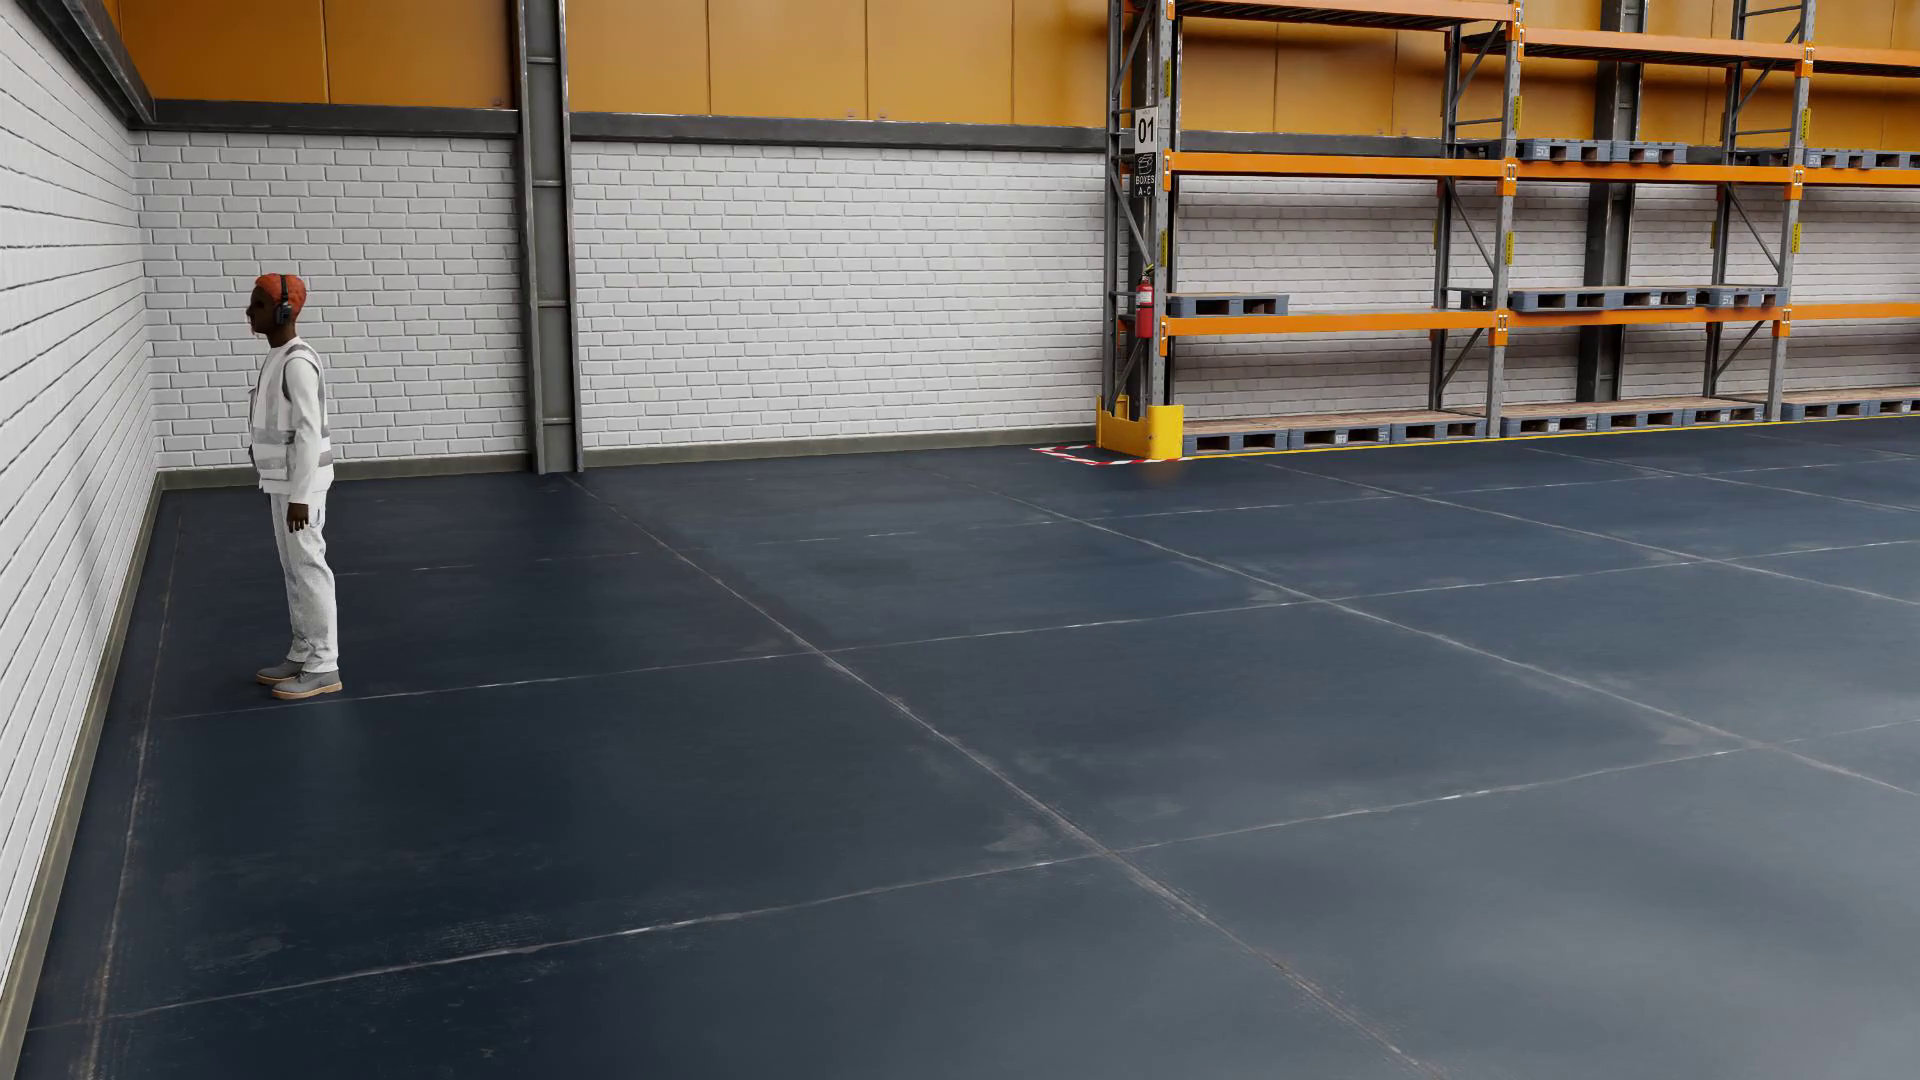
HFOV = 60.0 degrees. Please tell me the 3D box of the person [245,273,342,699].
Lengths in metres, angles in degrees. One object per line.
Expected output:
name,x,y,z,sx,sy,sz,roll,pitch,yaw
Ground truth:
person,-2.991,-0.240,7.433,0.356,1.885,0.574,-7,12,-32
